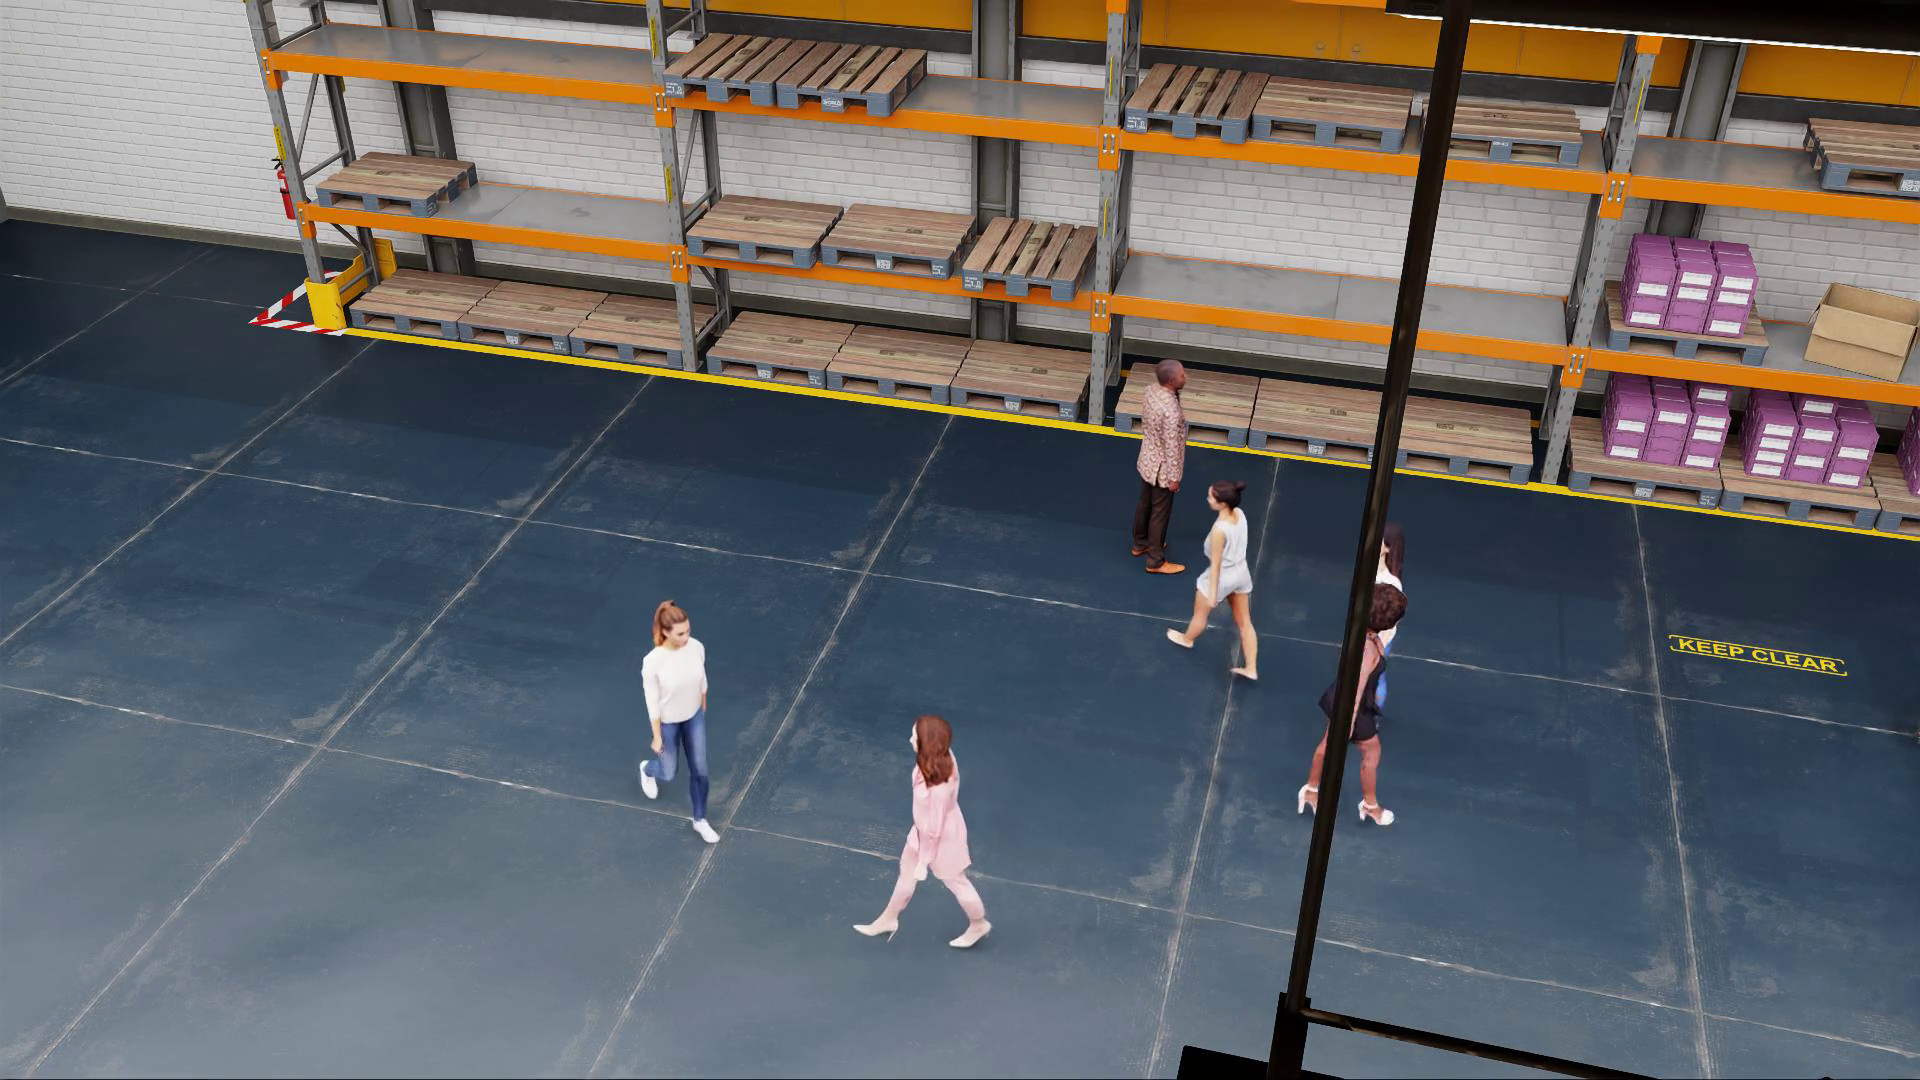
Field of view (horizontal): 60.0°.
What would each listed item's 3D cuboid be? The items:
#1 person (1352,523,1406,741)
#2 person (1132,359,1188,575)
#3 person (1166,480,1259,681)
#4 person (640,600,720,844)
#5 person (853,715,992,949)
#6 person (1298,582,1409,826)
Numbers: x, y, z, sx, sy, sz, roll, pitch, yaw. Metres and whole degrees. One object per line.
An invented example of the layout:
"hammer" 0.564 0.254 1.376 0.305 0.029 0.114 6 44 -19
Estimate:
"person" 2.804 0.615 11.226 0.641 1.684 0.670 -3 34 -4
"person" 1.552 -0.592 12.930 0.782 1.808 0.787 -9 35 -13
"person" 1.944 0.306 11.781 1.137 1.585 0.916 27 42 35
"person" -1.823 1.105 10.469 0.969 1.706 1.074 -21 39 -28
"person" -0.024 1.705 9.513 1.149 1.766 0.929 -5 34 -7
"person" 2.383 1.057 10.501 0.891 1.750 0.719 4 34 6
